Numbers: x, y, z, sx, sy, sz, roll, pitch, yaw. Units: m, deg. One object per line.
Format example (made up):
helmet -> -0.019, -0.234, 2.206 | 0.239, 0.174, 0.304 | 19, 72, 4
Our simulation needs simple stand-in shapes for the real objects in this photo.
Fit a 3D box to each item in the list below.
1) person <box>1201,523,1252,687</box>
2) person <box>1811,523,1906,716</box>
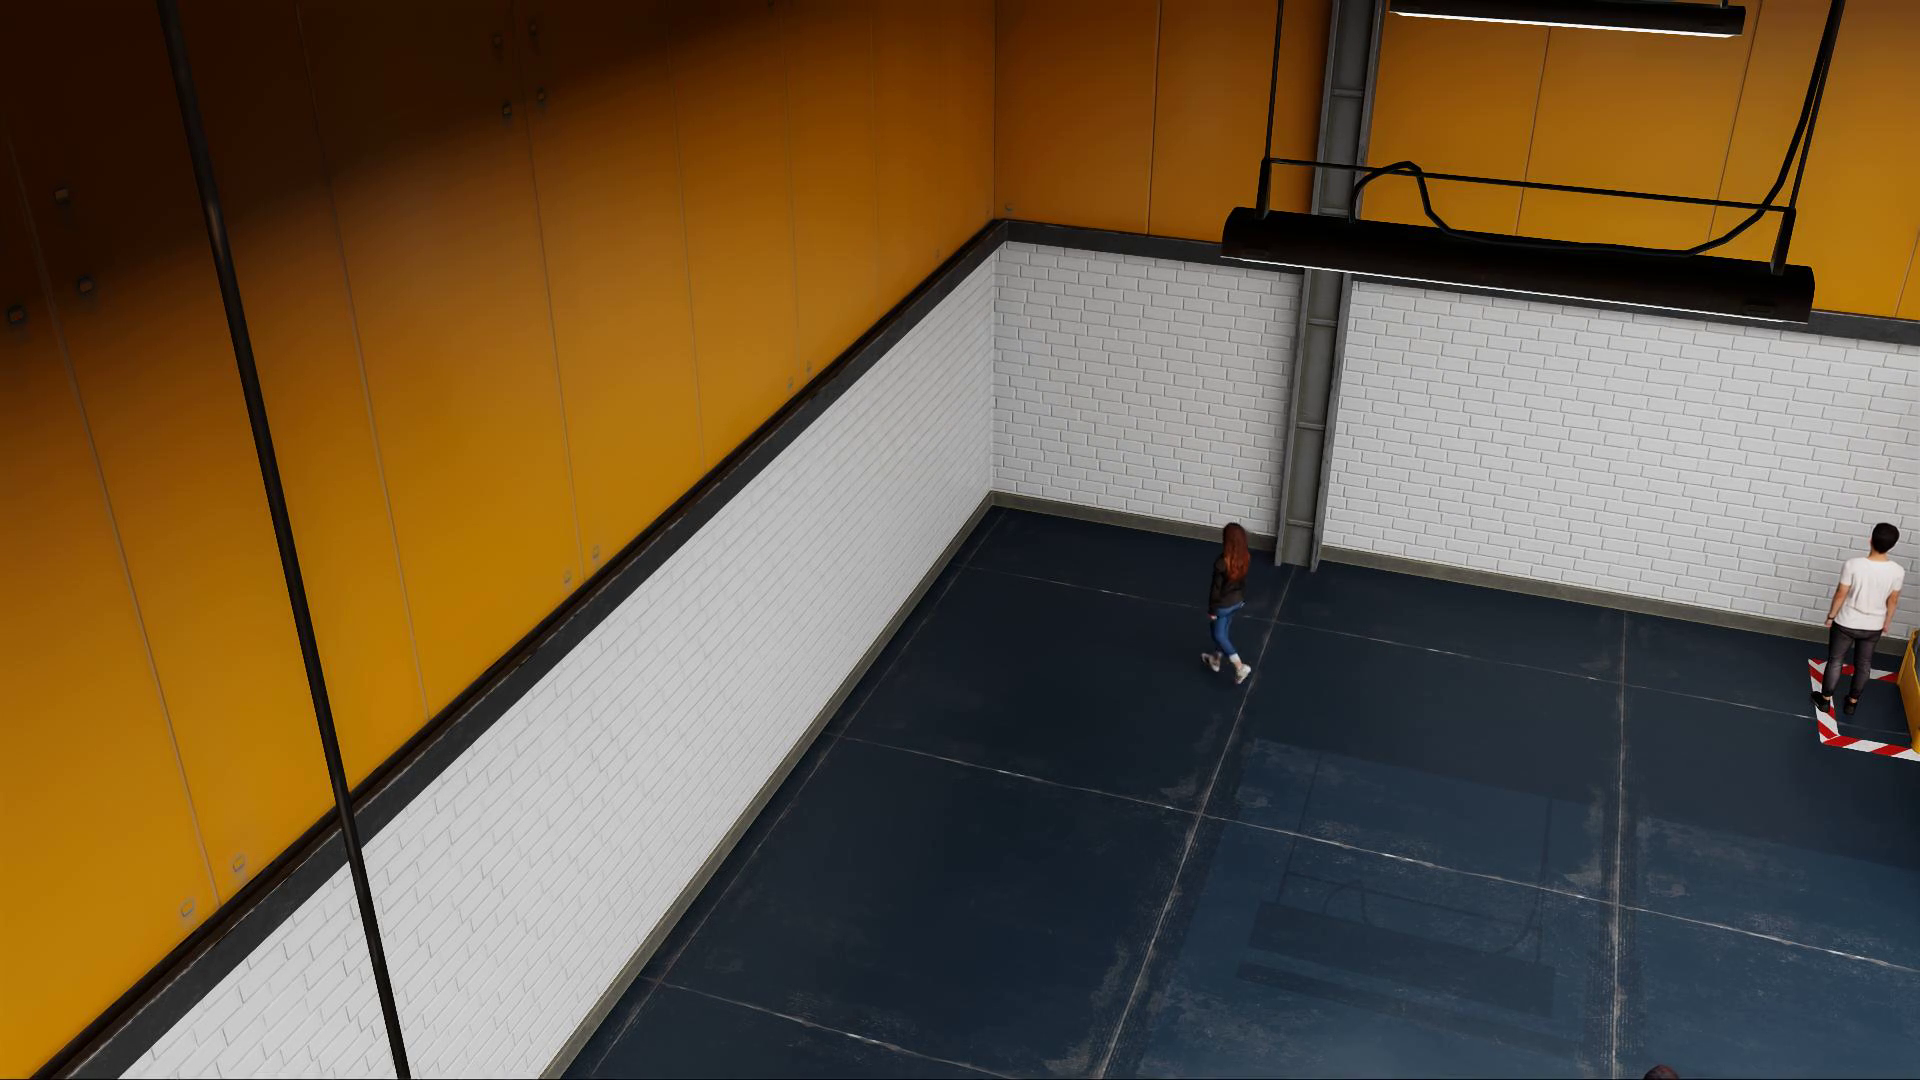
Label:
person -> 2.284, 0.539, 13.983 | 0.821, 1.468, 0.952 | -21, 35, -33
person -> 7.321, 0.636, 13.539 | 0.490, 1.722, 0.706 | 7, 29, 13
